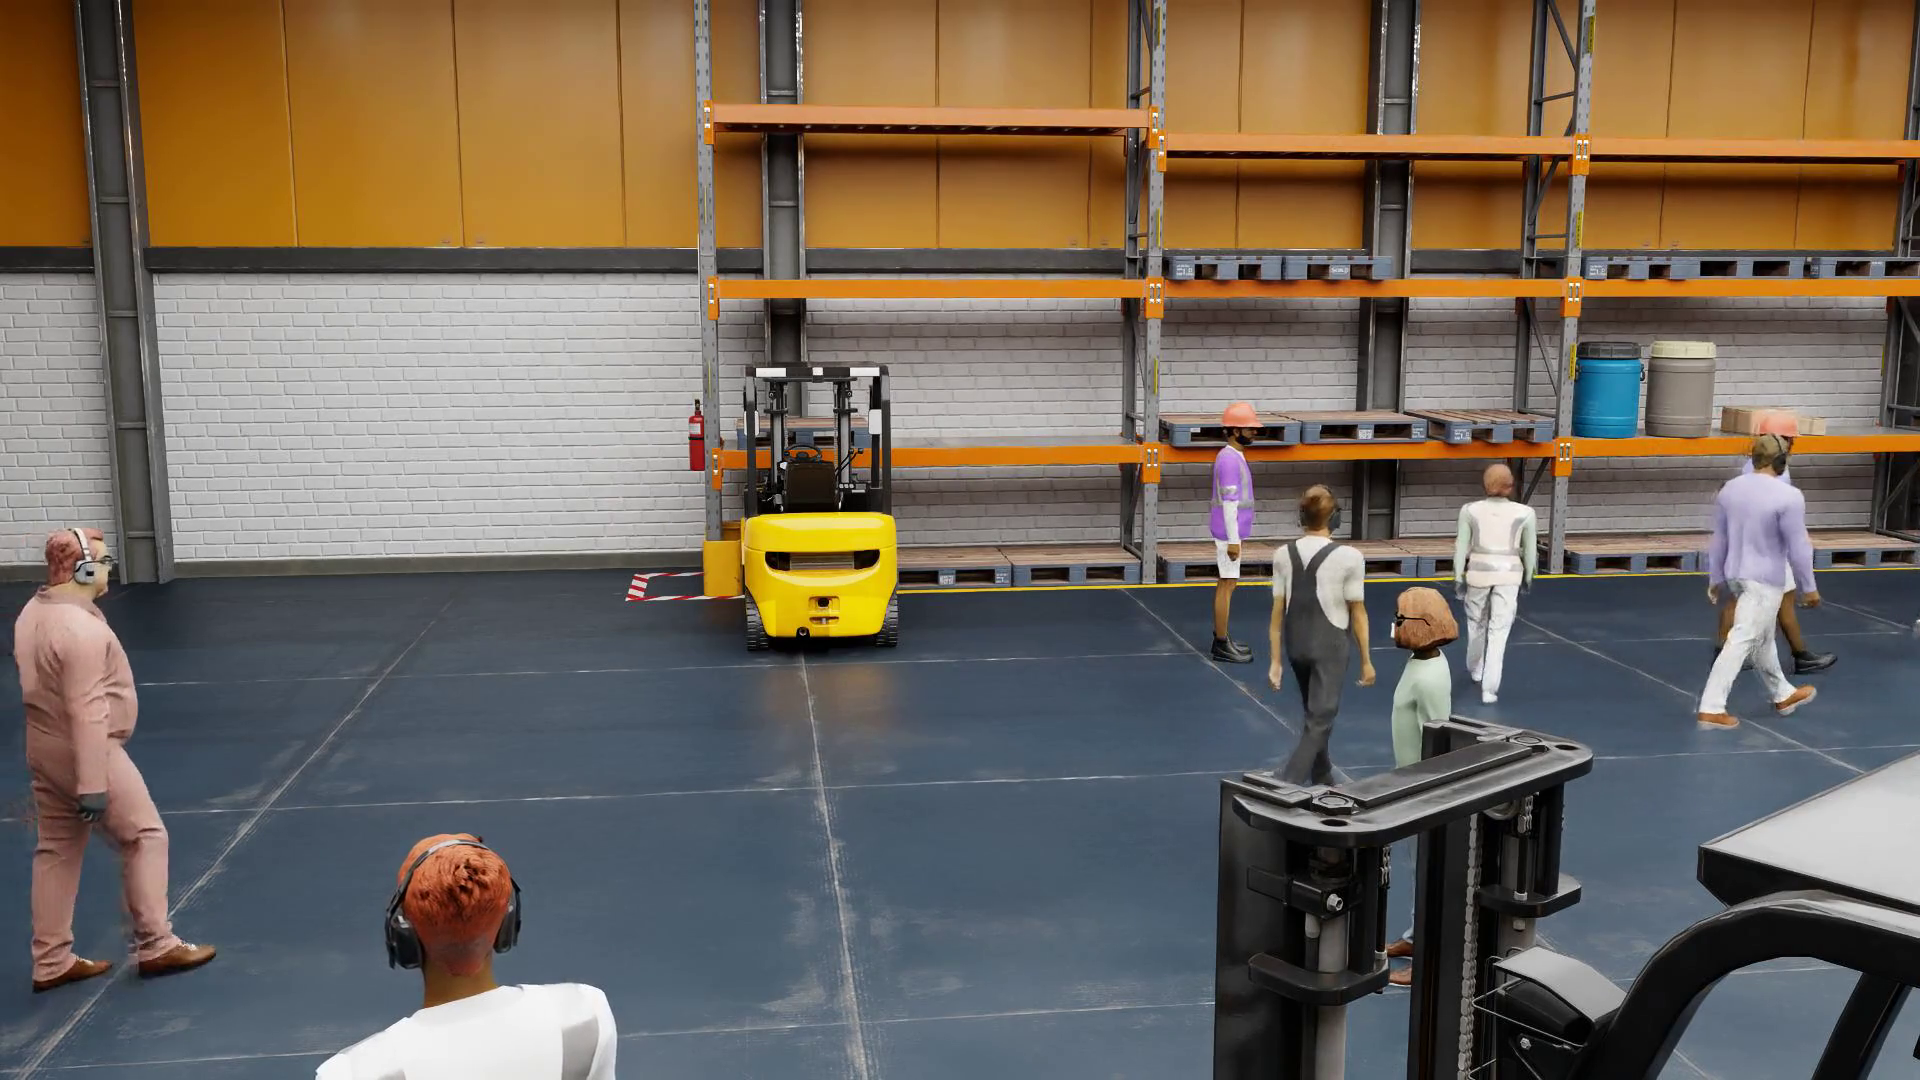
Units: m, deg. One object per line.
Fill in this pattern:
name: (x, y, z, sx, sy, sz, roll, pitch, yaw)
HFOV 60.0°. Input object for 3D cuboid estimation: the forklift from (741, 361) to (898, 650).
forklift: (-1.154, -0.340, 13.365, 1.214, 2.155, 2.313, -1, 9, -7)

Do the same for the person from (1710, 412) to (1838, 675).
person: (5.889, 0.033, 11.962, 0.871, 1.898, 0.569, 0, 9, -2)

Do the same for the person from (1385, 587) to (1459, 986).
person: (1.862, 0.997, 6.765, 0.286, 1.633, 0.500, 2, 9, 11)

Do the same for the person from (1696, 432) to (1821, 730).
person: (5.130, 0.260, 10.586, 1.034, 1.882, 0.641, -2, 9, -14)

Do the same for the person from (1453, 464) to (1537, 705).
person: (3.653, 0.281, 11.354, 0.519, 1.599, 0.842, 4, 10, 24)

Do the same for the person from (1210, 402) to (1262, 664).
person: (2.051, -0.060, 12.411, 0.364, 1.939, 0.542, 2, 9, 9)

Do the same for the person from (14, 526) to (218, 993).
person: (-3.444, 0.872, 6.764, 0.669, 1.882, 0.756, 8, 12, 39)

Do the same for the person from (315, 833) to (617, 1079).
person: (-0.895, 1.461, 3.096, 0.574, 1.883, 0.355, -7, 12, -38)

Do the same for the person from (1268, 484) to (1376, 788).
person: (1.832, 0.610, 8.661, 0.515, 1.809, 0.929, 9, 13, 43)

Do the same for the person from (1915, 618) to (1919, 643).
person: (7.561, 0.082, 12.519, 0.486, 1.610, 0.541, -3, 10, -21)

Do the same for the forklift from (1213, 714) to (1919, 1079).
forklift: (1.441, 1.425, 2.350, 1.214, 2.155, 2.313, -7, 12, -39)
